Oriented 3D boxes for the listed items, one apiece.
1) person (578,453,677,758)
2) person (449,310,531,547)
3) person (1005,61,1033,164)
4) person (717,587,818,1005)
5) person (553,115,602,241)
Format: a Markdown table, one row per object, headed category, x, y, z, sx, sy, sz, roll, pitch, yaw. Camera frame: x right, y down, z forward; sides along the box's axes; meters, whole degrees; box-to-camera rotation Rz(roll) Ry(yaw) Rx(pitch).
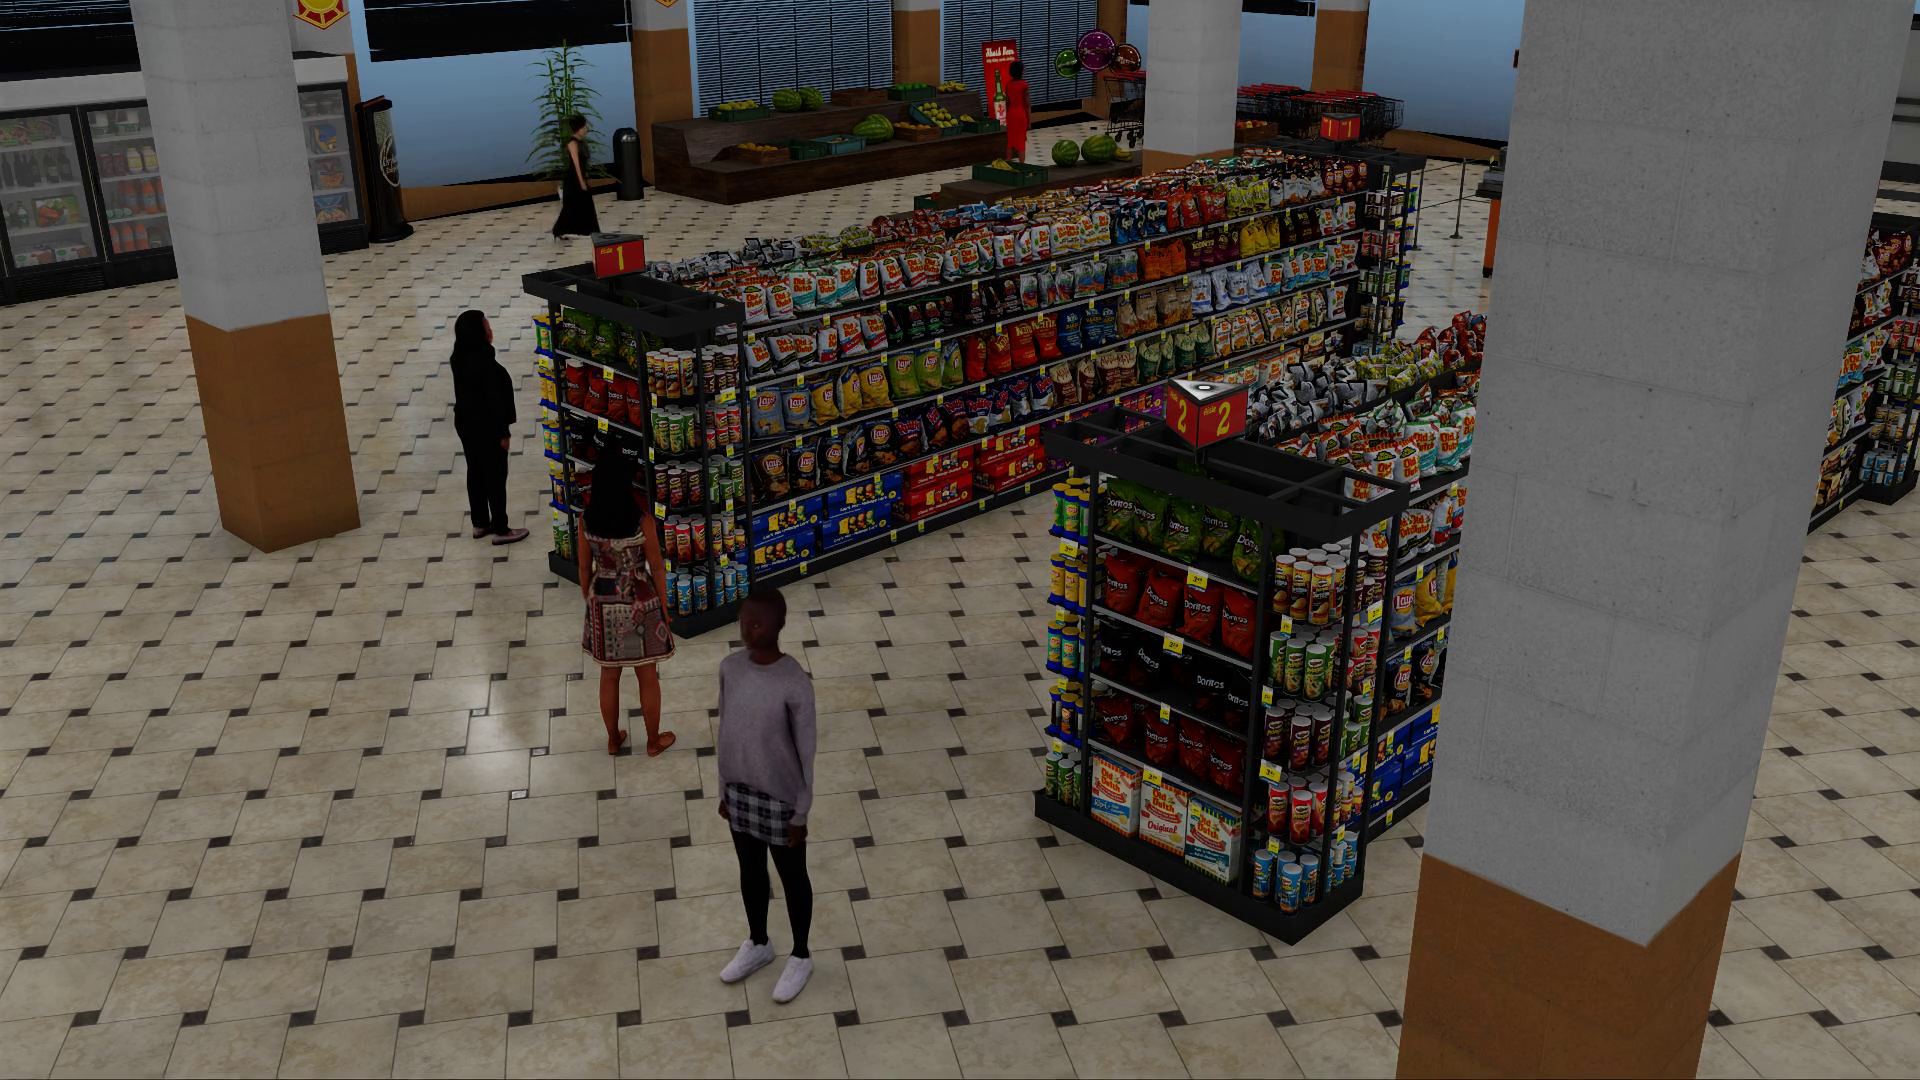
| category | x | y | z | sx | sy | sz | roll | pitch | yaw |
| --- | --- | --- | --- | --- | --- | --- | --- | --- | --- |
| person | -1.734 | 0.338 | 8.552 | 0.720 | 1.645 | 0.747 | 2 | 22 | 6 |
| person | -3.256 | -0.768 | 11.343 | 0.648 | 1.617 | 0.622 | 18 | 28 | 38 |
| person | 0.846 | -6.254 | 24.825 | 0.605 | 1.744 | 0.554 | 15 | 26 | 32 |
| person | -0.766 | 1.012 | 6.706 | 0.665 | 1.772 | 0.625 | 12 | 25 | 28 |
| person | -4.799 | -4.424 | 20.527 | 0.955 | 1.553 | 0.951 | 1 | 22 | 1 |
